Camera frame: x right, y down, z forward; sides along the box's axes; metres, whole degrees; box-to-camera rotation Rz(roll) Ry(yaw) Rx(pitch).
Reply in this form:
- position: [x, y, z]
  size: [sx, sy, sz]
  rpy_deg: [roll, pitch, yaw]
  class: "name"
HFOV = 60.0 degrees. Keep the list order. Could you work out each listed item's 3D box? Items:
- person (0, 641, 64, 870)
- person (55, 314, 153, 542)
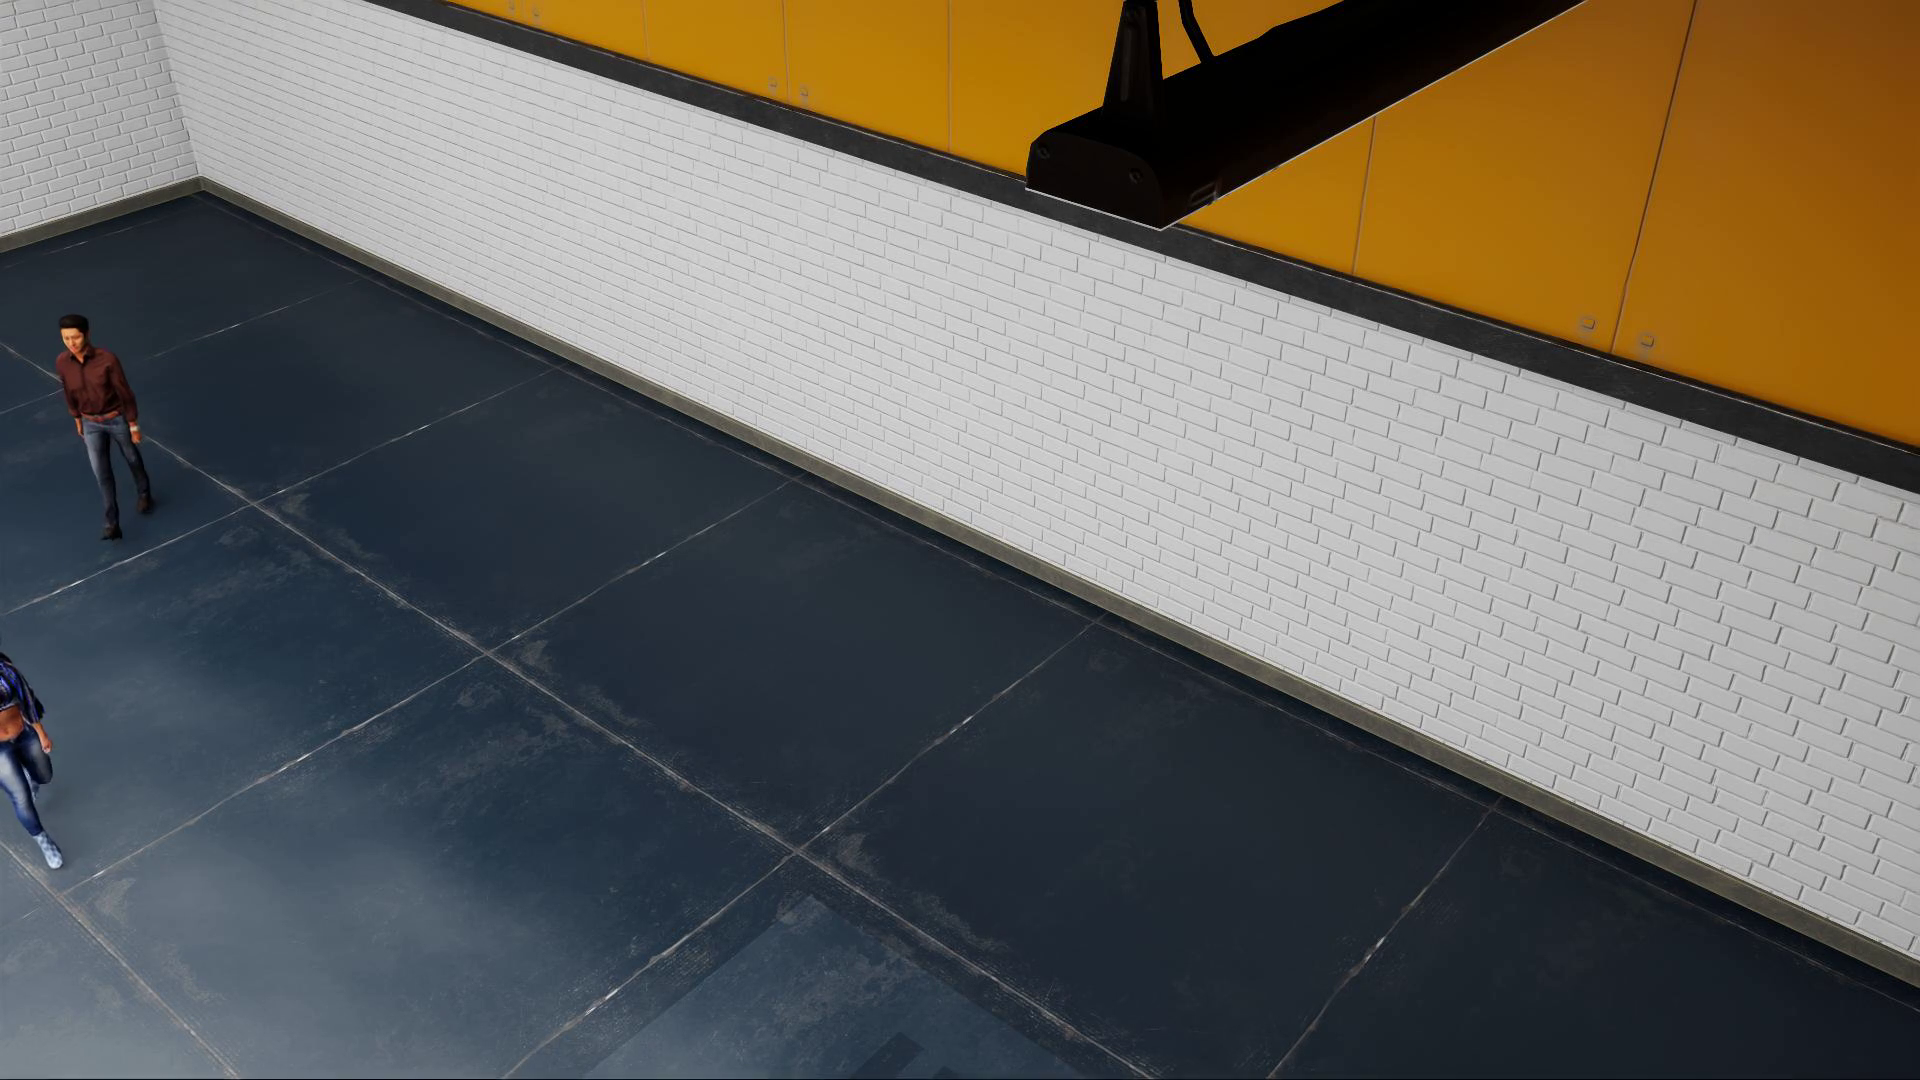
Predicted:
- position: [-5.444, 1.125, 9.513]
  size: [0.913, 1.604, 0.743]
  rpy_deg: [-26, 41, -33]
  class: "person"
- position: [-6.356, -0.918, 12.464]
  size: [1.123, 1.740, 1.156]
  rpy_deg: [-4, 34, -7]
  class: "person"
